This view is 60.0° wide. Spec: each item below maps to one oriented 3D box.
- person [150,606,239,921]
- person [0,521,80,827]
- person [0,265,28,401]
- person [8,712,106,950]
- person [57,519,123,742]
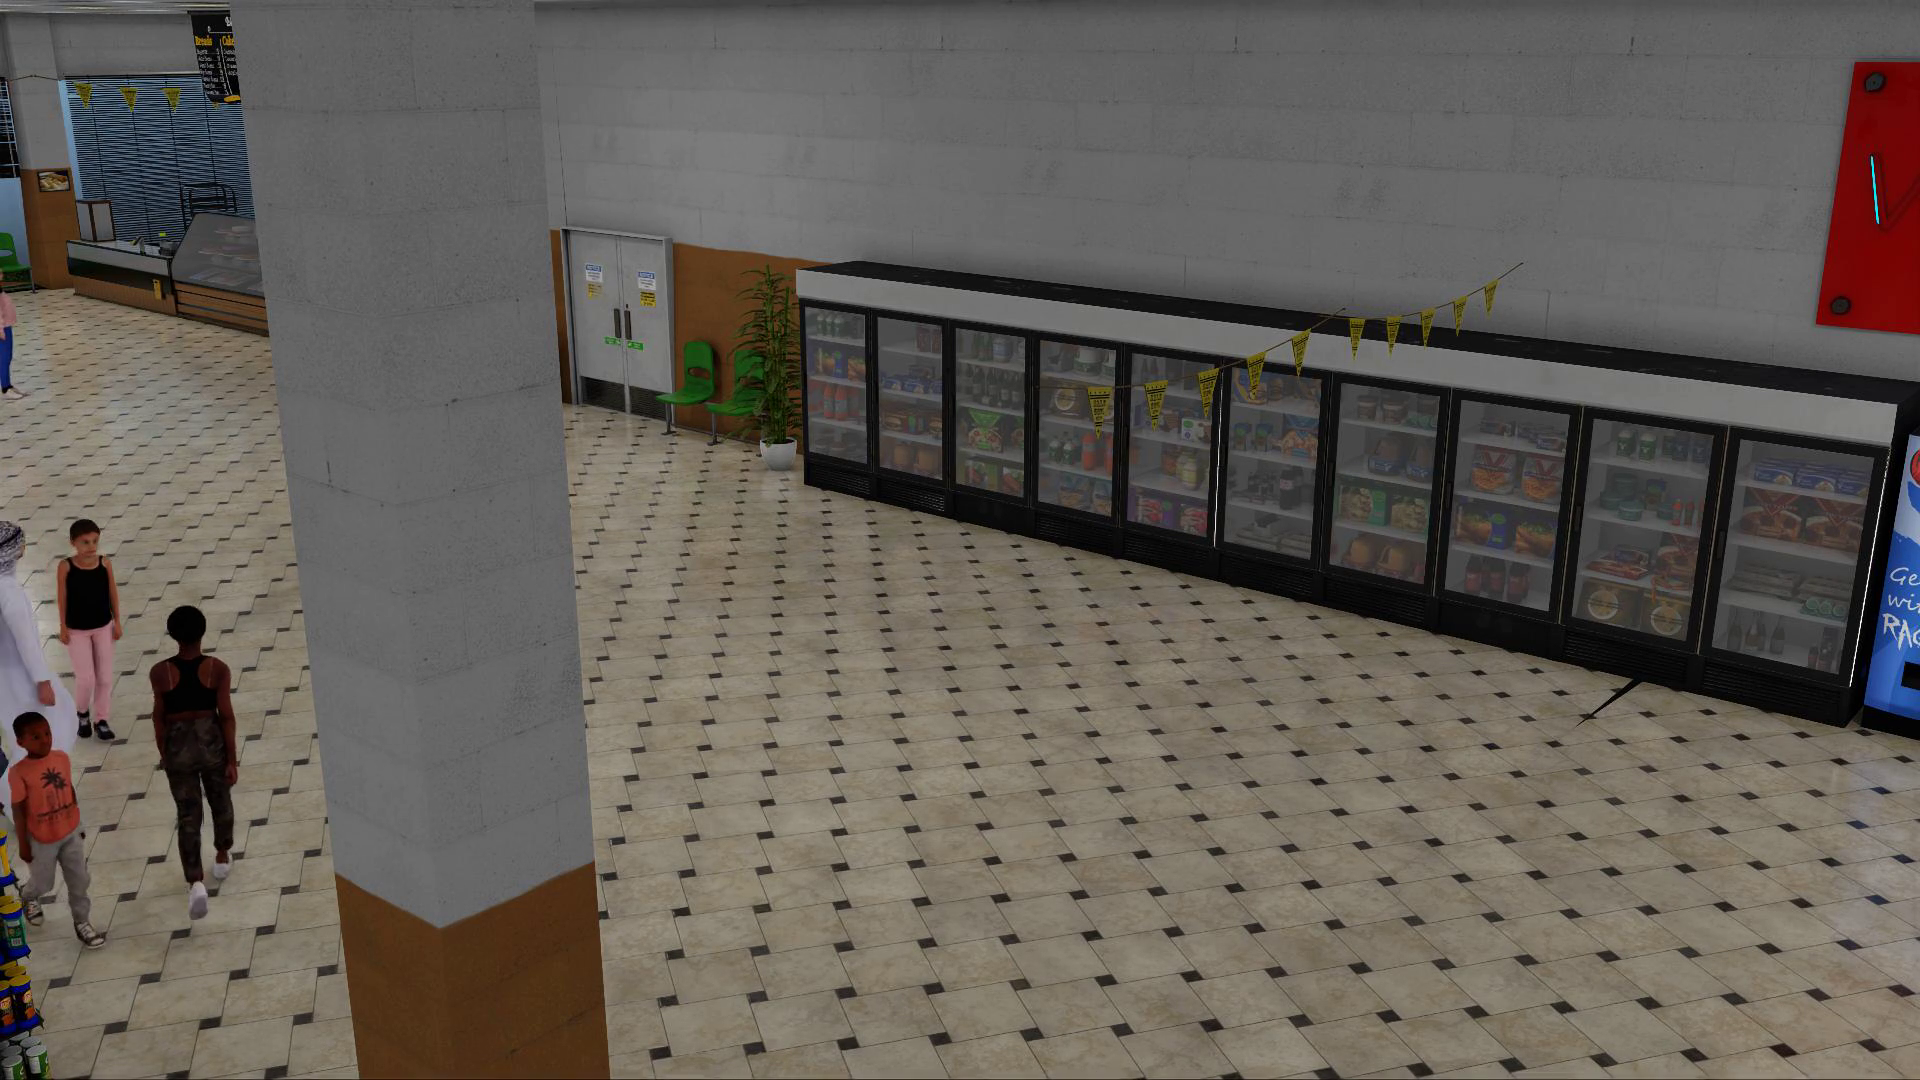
[{"bbox_3d":[-4.133,1.217,8.992,1.151,1.662,0.999,-8,19,-25],"label":"person"},{"bbox_3d":[-5.650,0.842,9.794,0.822,1.915,0.776,-12,21,-34],"label":"person"},{"bbox_3d":[-12.597,-2.747,21.866,0.729,1.768,0.731,-6,18,-18],"label":"person"},{"bbox_3d":[-4.785,1.503,8.687,0.579,1.293,0.777,12,21,34],"label":"person"},{"bbox_3d":[-5.896,0.598,11.229,0.560,1.548,0.622,-13,21,-37],"label":"person"}]
